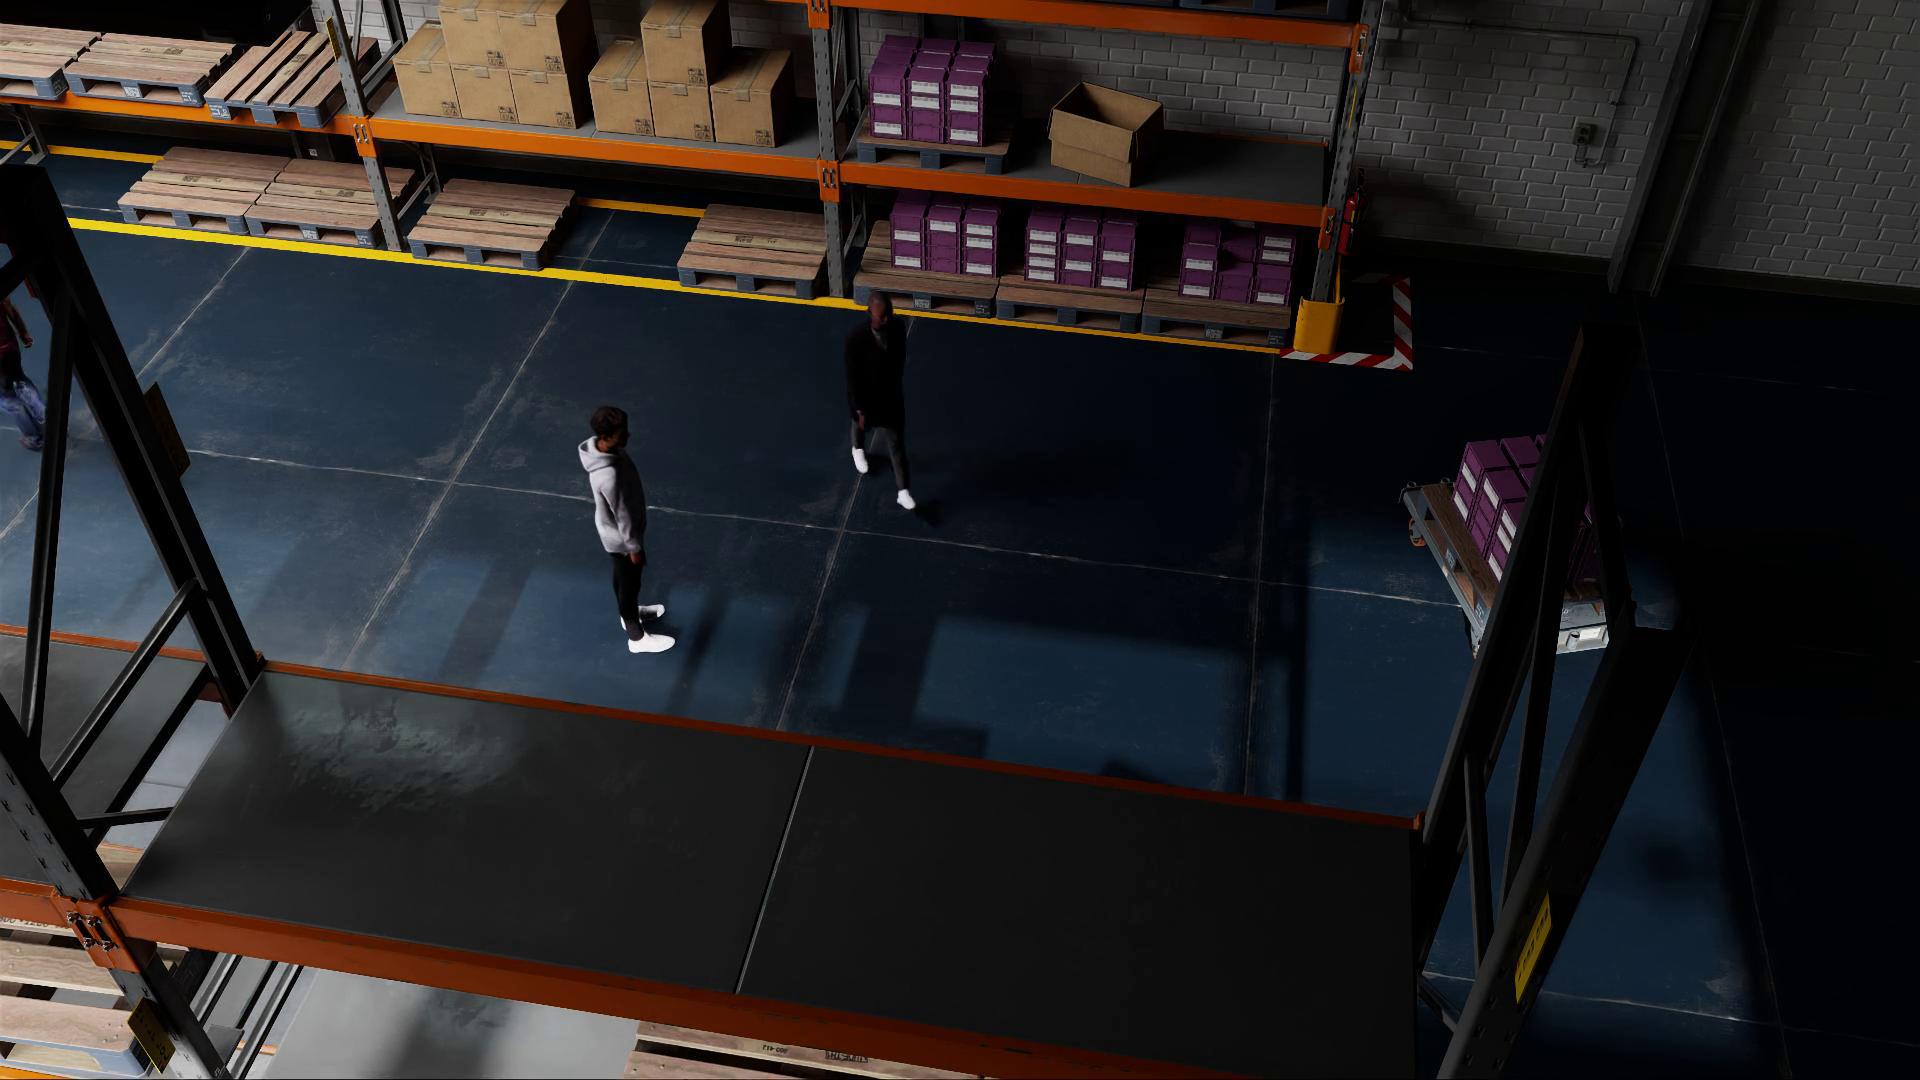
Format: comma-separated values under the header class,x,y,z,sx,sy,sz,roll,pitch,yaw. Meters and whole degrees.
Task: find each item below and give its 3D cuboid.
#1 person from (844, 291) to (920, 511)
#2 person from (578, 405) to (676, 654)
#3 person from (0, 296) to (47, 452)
class,x,y,z,sx,sy,sz,roll,pitch,yaw
person,-0.649,-1.098,11.917,1.194,1.707,1.122,-15,46,-15
person,-2.180,-0.068,10.675,0.771,1.929,0.775,-13,45,-13
person,-6.979,-1.366,12.106,0.713,1.835,0.743,18,47,18
